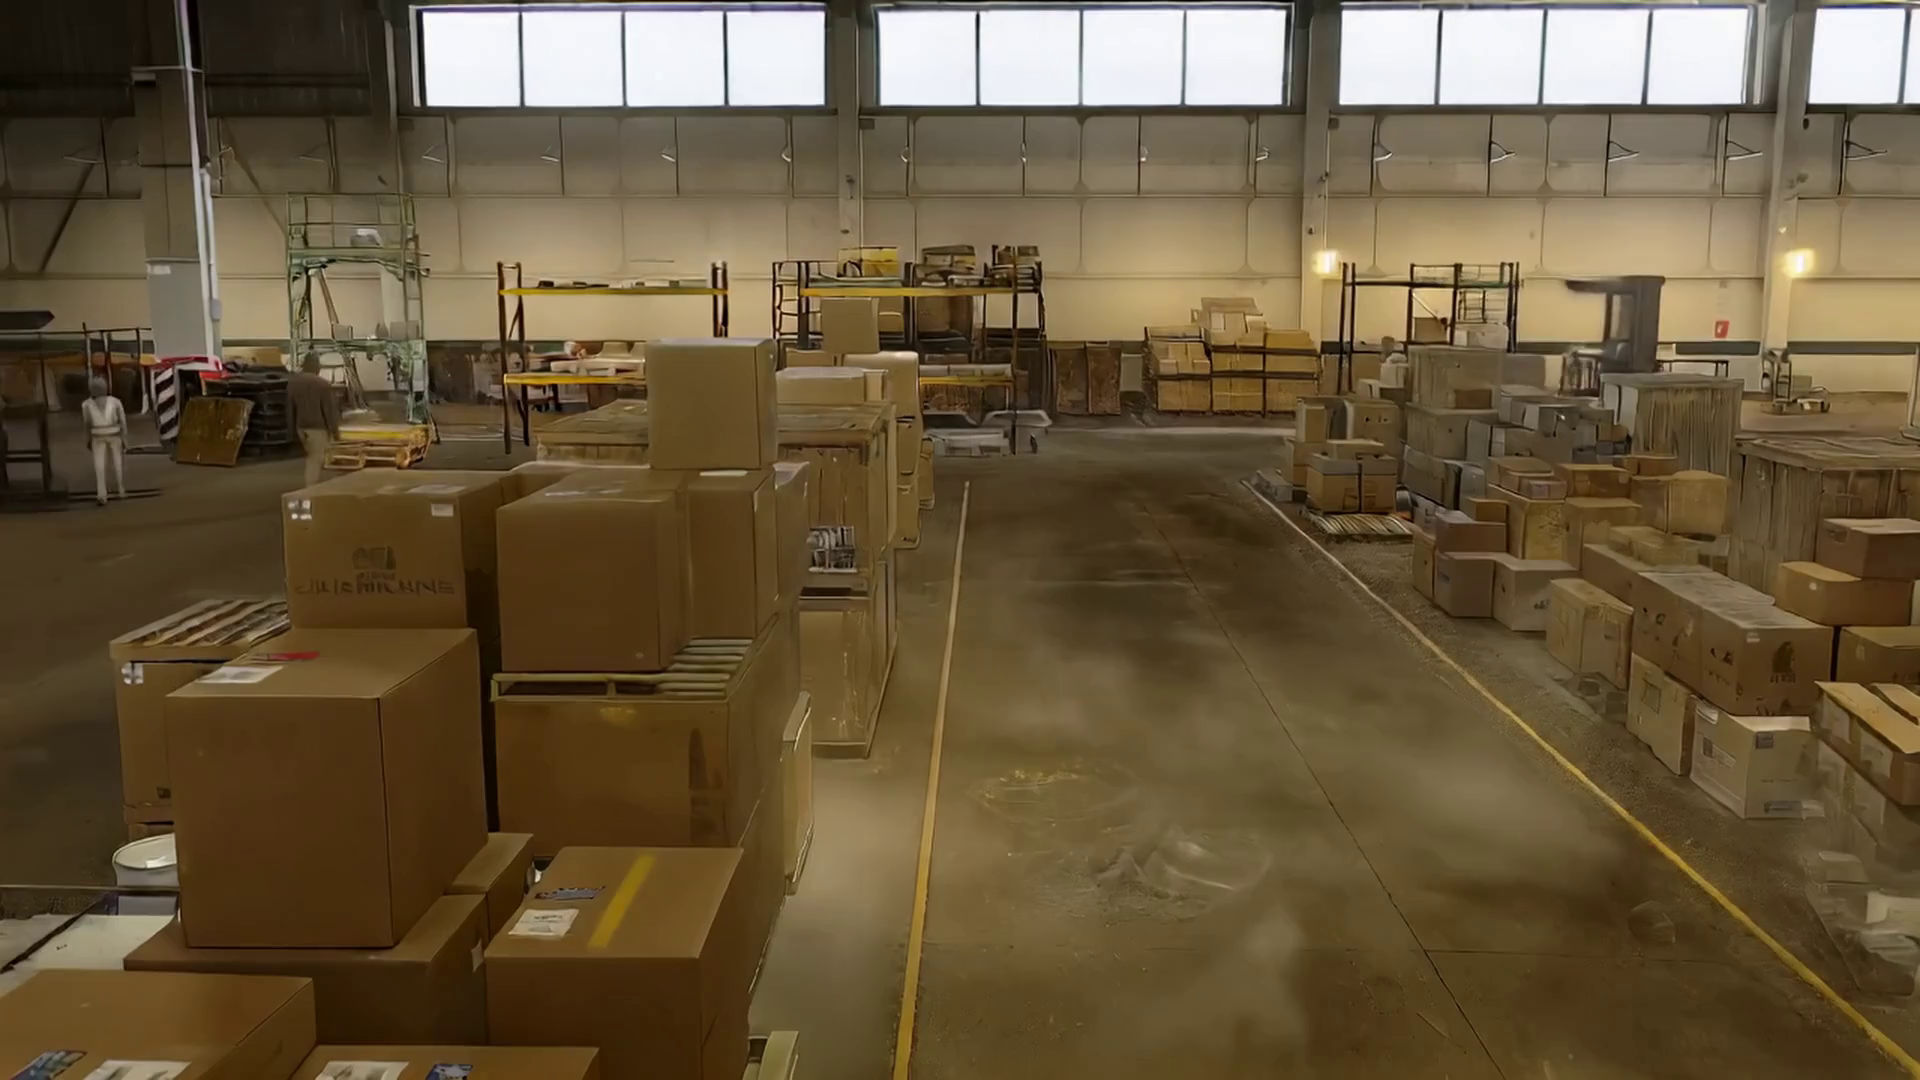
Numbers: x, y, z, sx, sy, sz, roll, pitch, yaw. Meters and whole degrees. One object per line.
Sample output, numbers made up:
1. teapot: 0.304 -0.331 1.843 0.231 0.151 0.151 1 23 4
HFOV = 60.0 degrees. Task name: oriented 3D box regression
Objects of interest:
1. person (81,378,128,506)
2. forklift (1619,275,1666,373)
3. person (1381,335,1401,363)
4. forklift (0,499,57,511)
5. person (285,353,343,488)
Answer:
1. person: -10.665 -1.219 20.765 0.526 1.590 0.858 -3 10 -18
2. forklift: 10.778 -2.804 26.434 1.873 2.768 1.129 0 9 1
3. person: 6.685 -2.260 26.097 0.725 1.892 0.633 3 10 17
4. forklift: -12.090 -1.749 20.112 1.873 2.768 1.129 -5 11 -26
5. person: -7.999 -1.366 20.693 0.626 1.915 0.682 3 10 19
